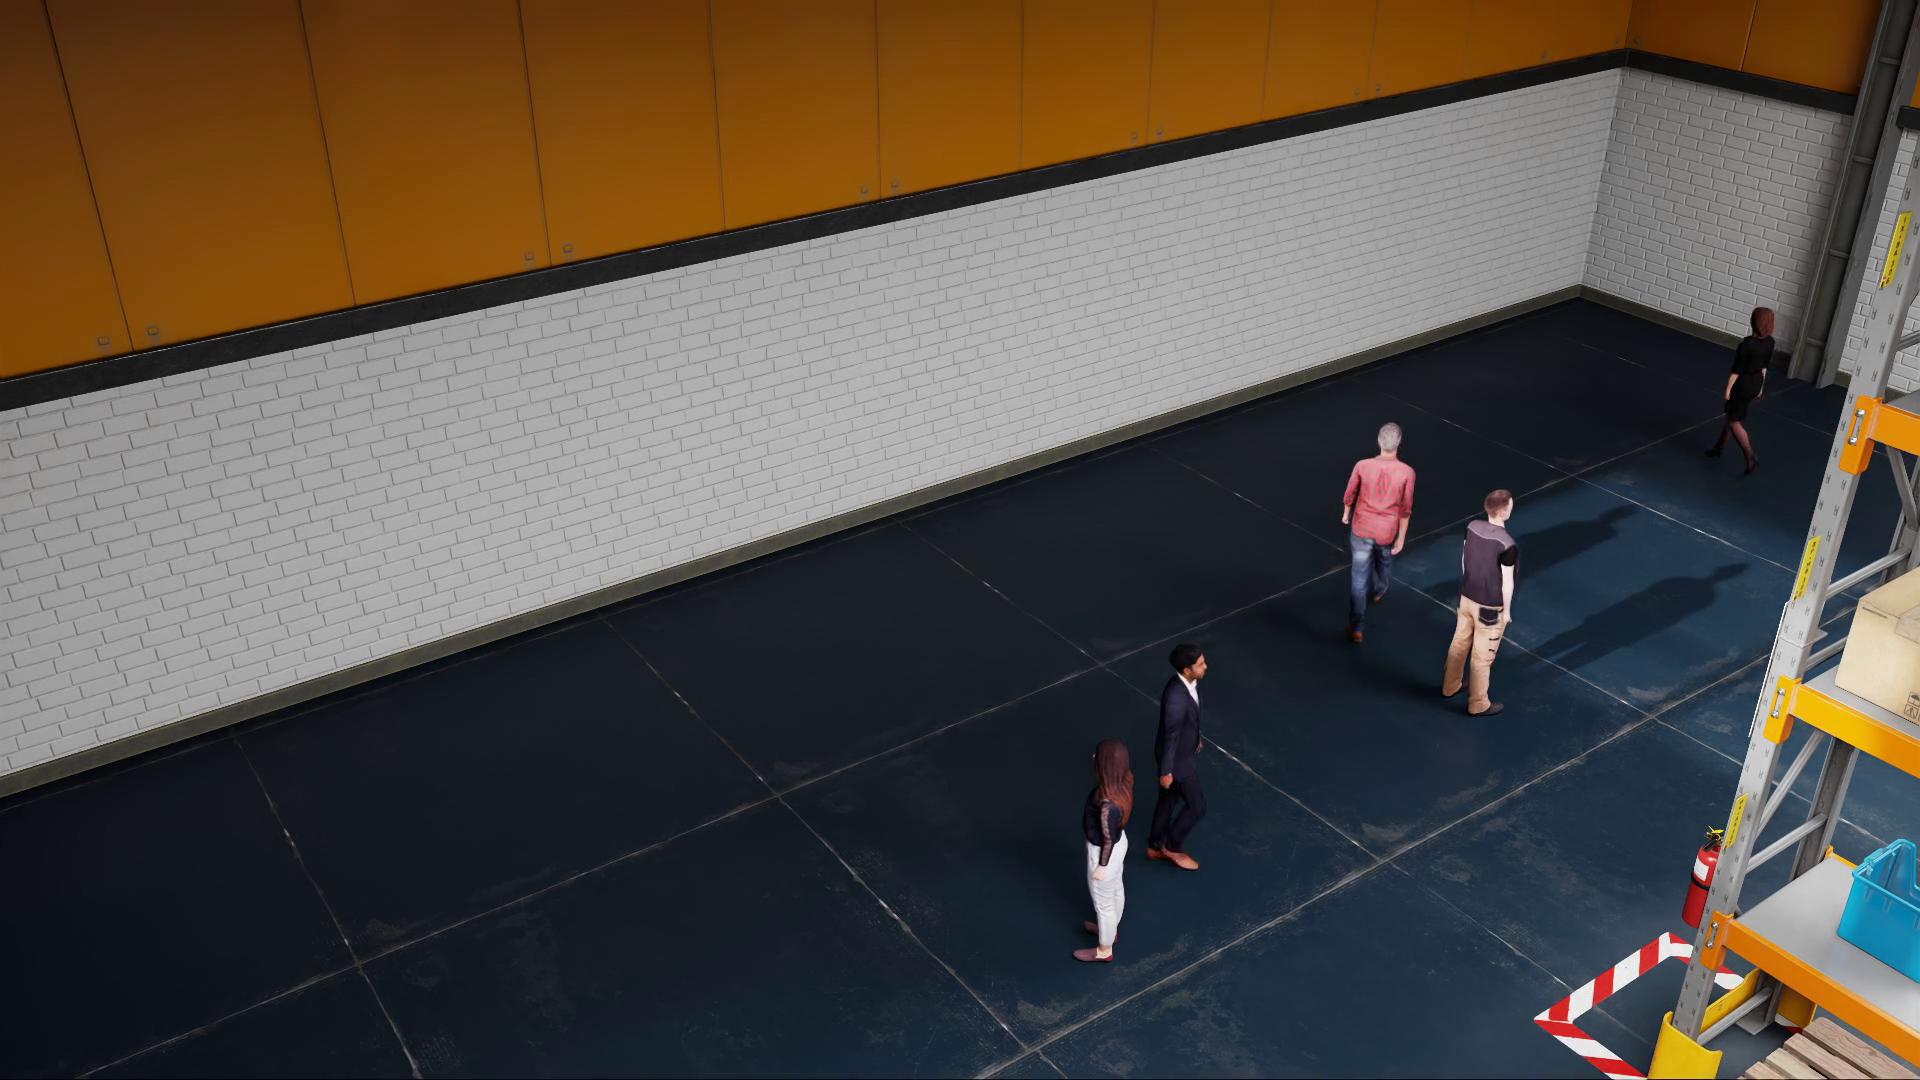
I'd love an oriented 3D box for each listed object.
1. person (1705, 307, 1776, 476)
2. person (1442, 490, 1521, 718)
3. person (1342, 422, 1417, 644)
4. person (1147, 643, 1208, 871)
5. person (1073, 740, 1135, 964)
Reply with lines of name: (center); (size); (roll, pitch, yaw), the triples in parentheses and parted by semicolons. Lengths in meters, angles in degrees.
person: (7.650, -1.414, 16.114); (0.701, 1.682, 1.002); (-13, 31, -22)
person: (3.938, 0.446, 12.537); (0.779, 1.841, 0.584); (-13, 31, -22)
person: (3.353, -0.013, 13.447); (1.255, 1.775, 1.237); (7, 29, 12)
person: (1.333, 1.412, 10.899); (0.833, 1.715, 0.792); (8, 30, 14)
person: (0.877, 1.889, 10.135); (0.710, 1.608, 0.683); (9, 30, 17)
